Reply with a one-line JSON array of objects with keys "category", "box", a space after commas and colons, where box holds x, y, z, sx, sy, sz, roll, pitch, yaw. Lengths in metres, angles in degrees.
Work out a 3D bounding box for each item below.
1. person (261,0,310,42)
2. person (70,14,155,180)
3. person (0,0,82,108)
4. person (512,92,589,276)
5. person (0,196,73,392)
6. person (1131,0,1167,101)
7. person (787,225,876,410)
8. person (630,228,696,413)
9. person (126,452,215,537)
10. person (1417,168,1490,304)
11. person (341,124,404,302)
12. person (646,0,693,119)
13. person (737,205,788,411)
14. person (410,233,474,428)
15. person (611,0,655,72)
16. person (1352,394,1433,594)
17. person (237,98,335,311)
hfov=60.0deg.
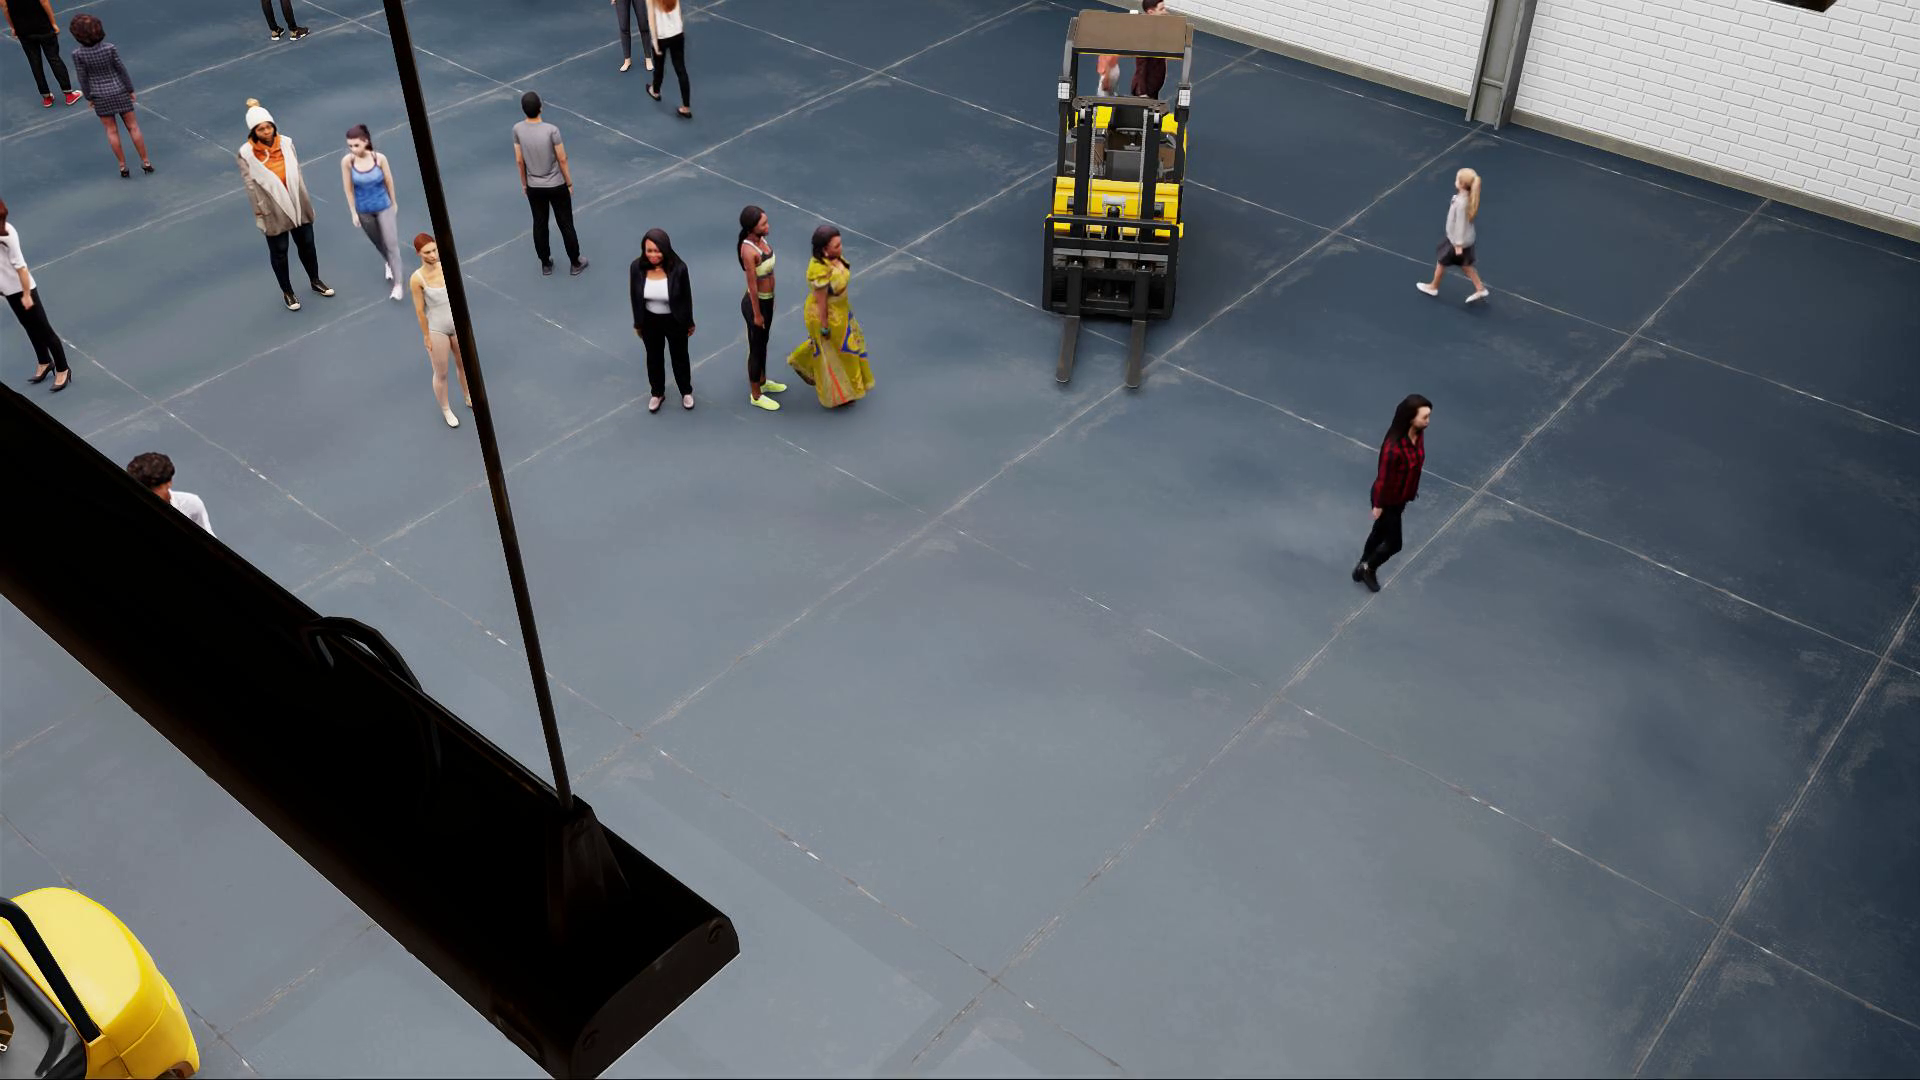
[{"category": "person", "box": [-8.124, -6.787, 19.460, 0.699, 1.851, 0.814, 5, 39, 7]}, {"category": "person", "box": [-8.491, -4.429, 16.625, 0.690, 1.703, 0.681, -17, 42, -21]}, {"category": "person", "box": [-10.043, -5.575, 18.016, 0.726, 1.758, 0.759, -8, 39, -10]}, {"category": "person", "box": [-3.750, -3.228, 15.080, 0.679, 1.755, 0.767, 2, 39, 3]}, {"category": "person", "box": [-7.671, -2.048, 13.570, 0.488, 1.795, 0.687, 22, 44, 25]}, {"category": "person", "box": [1.872, -4.563, 16.663, 0.744, 1.866, 0.766, 11, 40, 13]}, {"category": "person", "box": [-1.136, -1.797, 13.377, 1.147, 1.644, 1.047, 4, 39, 5]}, {"category": "person", "box": [-2.381, -1.777, 13.374, 0.766, 1.616, 0.823, -4, 39, -5]}, {"category": "person", "box": [-5.001, 0.205, 10.738, 0.722, 1.810, 0.732, -15, 41, -17]}, {"category": "person", "box": [4.511, -2.670, 14.791, 0.875, 1.244, 0.594, 18, 42, 21]}, {"category": "person", "box": [-5.252, -2.983, 14.929, 0.986, 1.561, 1.078, -6, 39, -8]}, {"category": "person", "box": [-3.070, -5.330, 17.767, 0.795, 1.686, 1.090, -21, 43, -24]}, {"category": "person", "box": [-1.634, -1.889, 13.404, 0.662, 1.754, 0.640, 5, 39, 7]}, {"category": "person", "box": [-4.111, -1.692, 13.248, 0.470, 1.642, 0.541, 29, 47, 31]}, {"category": "person", "box": [-3.729, -6.203, 18.796, 0.679, 1.767, 0.737, -3, 39, -4]}, {"category": "person", "box": [2.912, -0.332, 11.542, 0.561, 1.644, 0.581, 28, 46, 31]}, {"category": "person", "box": [-5.985, -2.971, 14.649, 0.656, 1.890, 0.683, 30, 48, 32]}]
